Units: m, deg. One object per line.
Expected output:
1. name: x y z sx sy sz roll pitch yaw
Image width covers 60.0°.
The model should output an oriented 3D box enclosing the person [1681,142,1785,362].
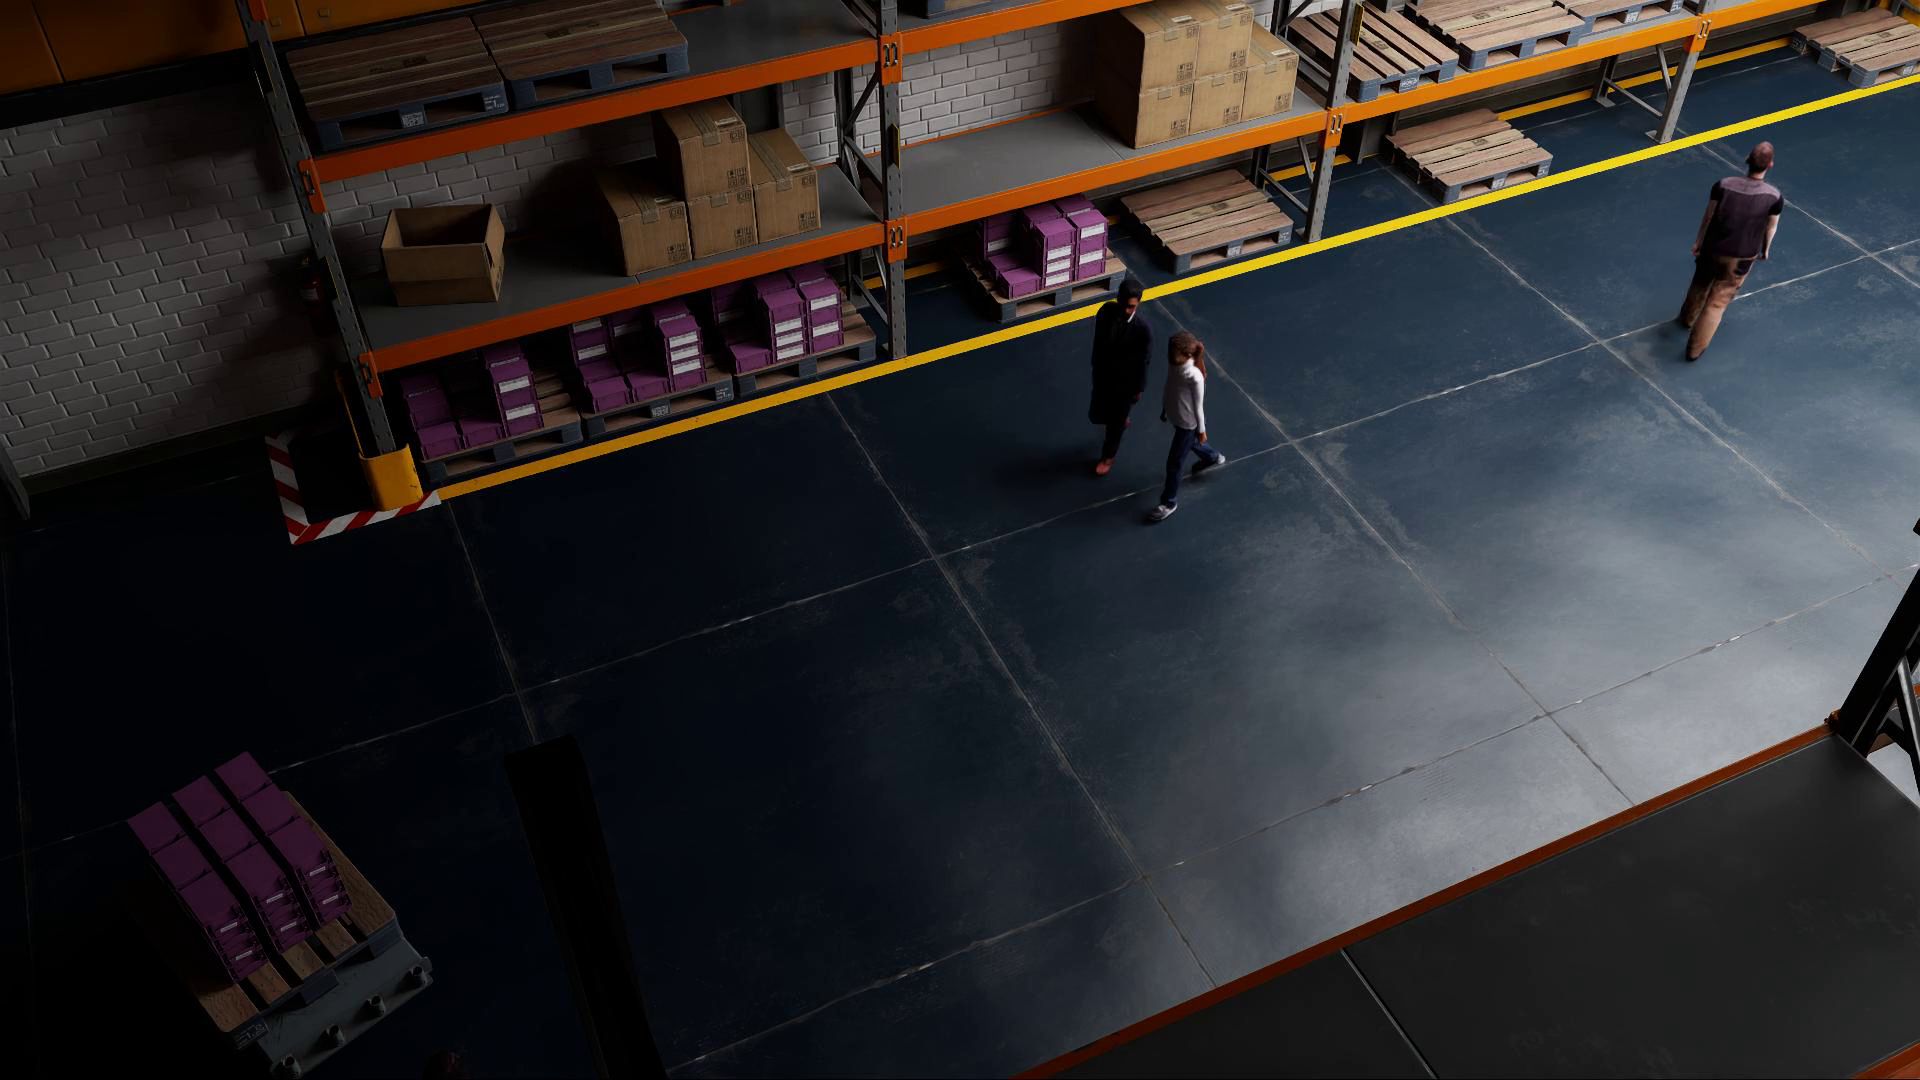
1. person: 5.947 -2.198 12.934 0.954 1.815 1.072 27 50 26

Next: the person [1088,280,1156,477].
1. person: 1.206 -1.204 11.970 0.806 1.705 0.864 28 50 26

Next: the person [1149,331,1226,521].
1. person: 1.637 -0.874 11.752 1.011 1.528 0.608 -20 47 -20
